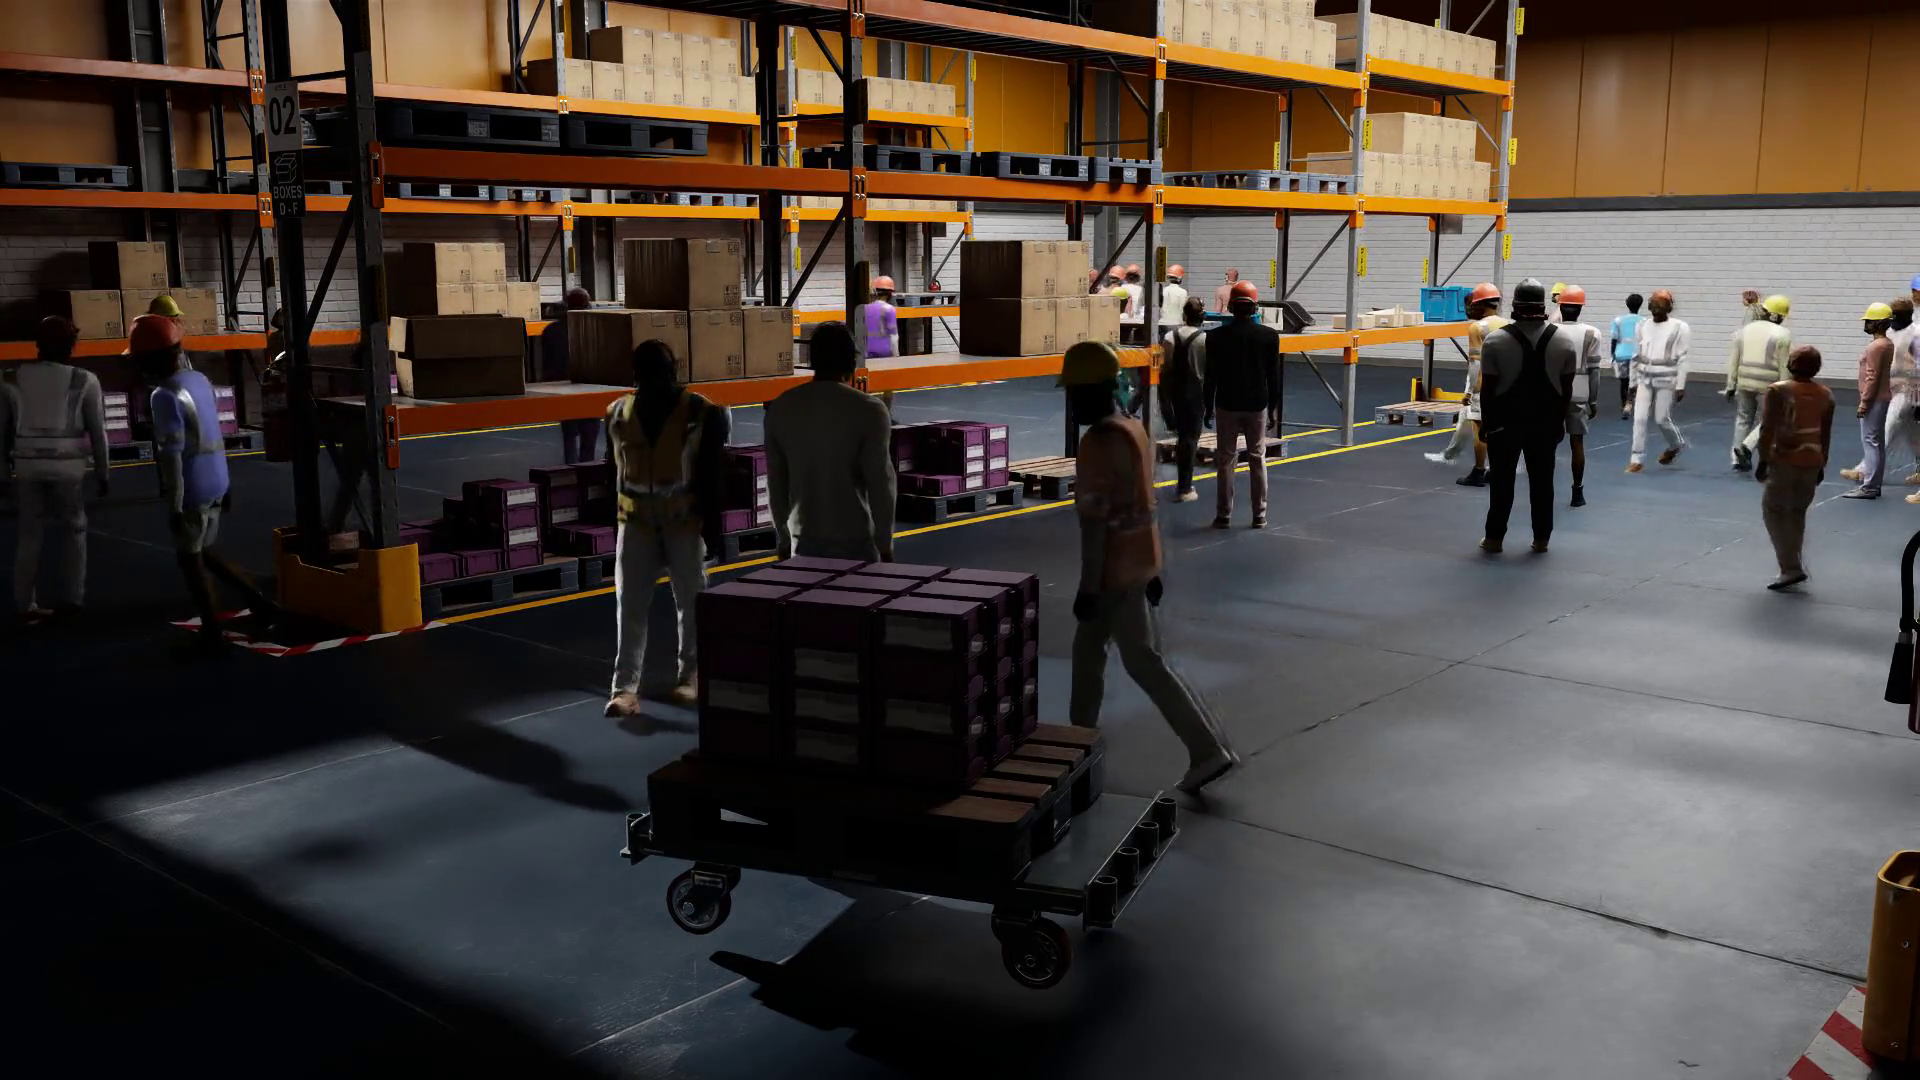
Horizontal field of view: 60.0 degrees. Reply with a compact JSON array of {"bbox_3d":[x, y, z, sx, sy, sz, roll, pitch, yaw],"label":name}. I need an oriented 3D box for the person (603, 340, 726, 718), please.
[{"bbox_3d":[-1.455,-0.041,8.016,0.629,1.811,0.865,1,10,5],"label":"person"}]

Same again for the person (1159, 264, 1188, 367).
[{"bbox_3d":[3.360,-3.301,26.027,0.373,1.997,0.619,-7,12,-36],"label":"person"}]

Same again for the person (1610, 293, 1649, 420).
[{"bbox_3d":[8.886,-2.434,22.039,0.535,1.667,0.837,6,12,32],"label":"person"}]

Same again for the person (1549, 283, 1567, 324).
[{"bbox_3d":[8.445,-2.744,23.513,0.310,1.769,0.522,1,10,3],"label":"person"}]

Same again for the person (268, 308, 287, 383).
[{"bbox_3d":[-7.238,-1.686,17.892,0.498,1.625,0.280,8,13,39],"label":"person"}]

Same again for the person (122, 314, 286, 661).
[{"bbox_3d":[-4.144,-0.278,9.056,0.597,1.910,0.567,-1,10,-3],"label":"person"}]

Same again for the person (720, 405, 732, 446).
[{"bbox_3d":[-2.714,-1.890,18.350,0.517,1.874,0.327,5,11,28],"label":"person"}]

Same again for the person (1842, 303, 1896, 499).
[{"bbox_3d":[8.220,-1.249,15.002,0.312,1.768,0.530,9,13,41],"label":"person"}]

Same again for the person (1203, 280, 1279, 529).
[{"bbox_3d":[2.254,-1.080,13.387,0.612,1.994,0.394,0,10,2],"label":"person"}]

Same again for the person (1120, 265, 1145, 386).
[{"bbox_3d":[2.730,-3.418,26.733,0.610,1.978,1.060,2,10,9],"label":"person"}]

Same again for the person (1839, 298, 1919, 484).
[{"bbox_3d":[8.936,-1.399,15.838,0.954,1.782,0.630,1,10,3],"label":"person"}]

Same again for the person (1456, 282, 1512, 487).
[{"bbox_3d":[4.973,-1.468,15.781,0.543,1.932,0.365,-7,12,-33],"label":"person"}]

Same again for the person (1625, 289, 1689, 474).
[{"bbox_3d":[7.049,-1.590,16.697,0.711,1.860,0.606,-8,13,-38],"label":"person"}]

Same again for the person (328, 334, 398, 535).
[{"bbox_3d":[-4.274,-0.658,11.853,0.502,1.701,0.676,7,12,34],"label":"person"}]

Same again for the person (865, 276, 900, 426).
[{"bbox_3d":[-1.046,-2.360,20.914,0.630,1.912,0.576,-9,14,-42],"label":"person"}]

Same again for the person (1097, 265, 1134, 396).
[{"bbox_3d":[2.368,-3.175,25.314,0.622,1.992,0.395,6,12,31],"label":"person"}]

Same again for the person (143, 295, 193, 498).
[{"bbox_3d":[-7.084,-1.269,14.922,0.404,1.833,0.593,-8,13,-40],"label":"person"}]

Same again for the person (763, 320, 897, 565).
[{"bbox_3d":[-0.565,-0.003,7.412,0.635,1.937,0.353,5,11,25],"label":"person"}]

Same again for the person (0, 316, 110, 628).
[{"bbox_3d":[-5.426,-0.400,9.953,0.596,1.860,0.403,-3,10,-16],"label":"person"}]

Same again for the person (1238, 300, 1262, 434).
[{"bbox_3d":[3.537,-2.093,20.188,0.313,1.636,0.534,-1,10,-8],"label":"person"}]

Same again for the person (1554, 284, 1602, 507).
[{"bbox_3d":[5.302,-1.260,14.573,0.548,1.936,0.378,3,11,19],"label":"person"}]

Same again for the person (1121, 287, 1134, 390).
[{"bbox_3d":[2.549,-3.186,26.401,0.498,1.634,0.278,6,12,30],"label":"person"}]

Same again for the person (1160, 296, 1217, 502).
[{"bbox_3d":[2.099,-1.257,14.884,0.541,1.821,0.655,7,12,36],"label":"person"}]

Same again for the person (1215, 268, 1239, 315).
[{"bbox_3d":[4.675,-3.725,28.691,0.641,1.912,0.410,-2,10,-11],"label":"person"}]

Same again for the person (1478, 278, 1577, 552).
[{"bbox_3d":[4.167,-0.923,12.365,0.683,2.000,0.538,0,10,2],"label":"person"}]

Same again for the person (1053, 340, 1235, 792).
[{"bbox_3d":[0.738,0.110,6.950,0.913,1.885,0.587,3,10,18],"label":"person"}]

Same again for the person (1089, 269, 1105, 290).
[{"bbox_3d":[2.183,-3.557,27.743,0.409,1.909,0.643,9,14,43],"label":"person"}]

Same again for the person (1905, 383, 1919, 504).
[{"bbox_3d":[8.658,-1.220,14.614,0.626,1.846,0.429,-3,10,-16],"label":"person"}]

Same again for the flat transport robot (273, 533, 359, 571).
[{"bbox_3d":[-4.037,0.059,11.807,0.652,0.197,1.431,8,13,39],"label":"flat transport robot"}]

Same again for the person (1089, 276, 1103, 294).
[{"bbox_3d":[2.095,-3.177,25.809,0.632,1.816,0.572,9,13,40],"label":"person"}]

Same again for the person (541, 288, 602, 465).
[{"bbox_3d":[-3.401,-1.312,14.996,0.681,1.889,0.542,1,10,4],"label":"person"}]

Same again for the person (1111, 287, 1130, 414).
[{"bbox_3d":[1.992,-2.275,20.841,0.316,1.769,0.523,1,10,3],"label":"person"}]

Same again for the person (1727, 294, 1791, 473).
[{"bbox_3d":[7.906,-1.534,16.520,0.544,1.801,0.648,-6,12,-30],"label":"person"}]

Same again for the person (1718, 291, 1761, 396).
[{"bbox_3d":[11.747,-2.921,24.934,0.783,1.601,0.540,6,12,30],"label":"person"}]

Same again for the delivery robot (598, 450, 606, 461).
[{"bbox_3d":[-2.937,-0.516,14.004,0.477,0.478,0.707,6,12,30],"label":"delivery robot"}]

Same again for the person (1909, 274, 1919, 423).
[{"bbox_3d":[11.580,-2.251,20.205,0.608,1.942,0.407,4,11,22],"label":"person"}]

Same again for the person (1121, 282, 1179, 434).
[{"bbox_3d":[2.320,-2.187,20.067,0.963,1.871,0.587,0,10,0],"label":"person"}]

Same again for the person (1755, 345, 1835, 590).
[{"bbox_3d":[5.597,-0.482,11.073,0.571,1.607,0.563,-2,10,-11],"label":"person"}]

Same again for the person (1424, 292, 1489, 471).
[{"bbox_3d":[5.201,-1.596,16.802,0.924,1.814,0.562,10,14,43],"label":"person"}]
